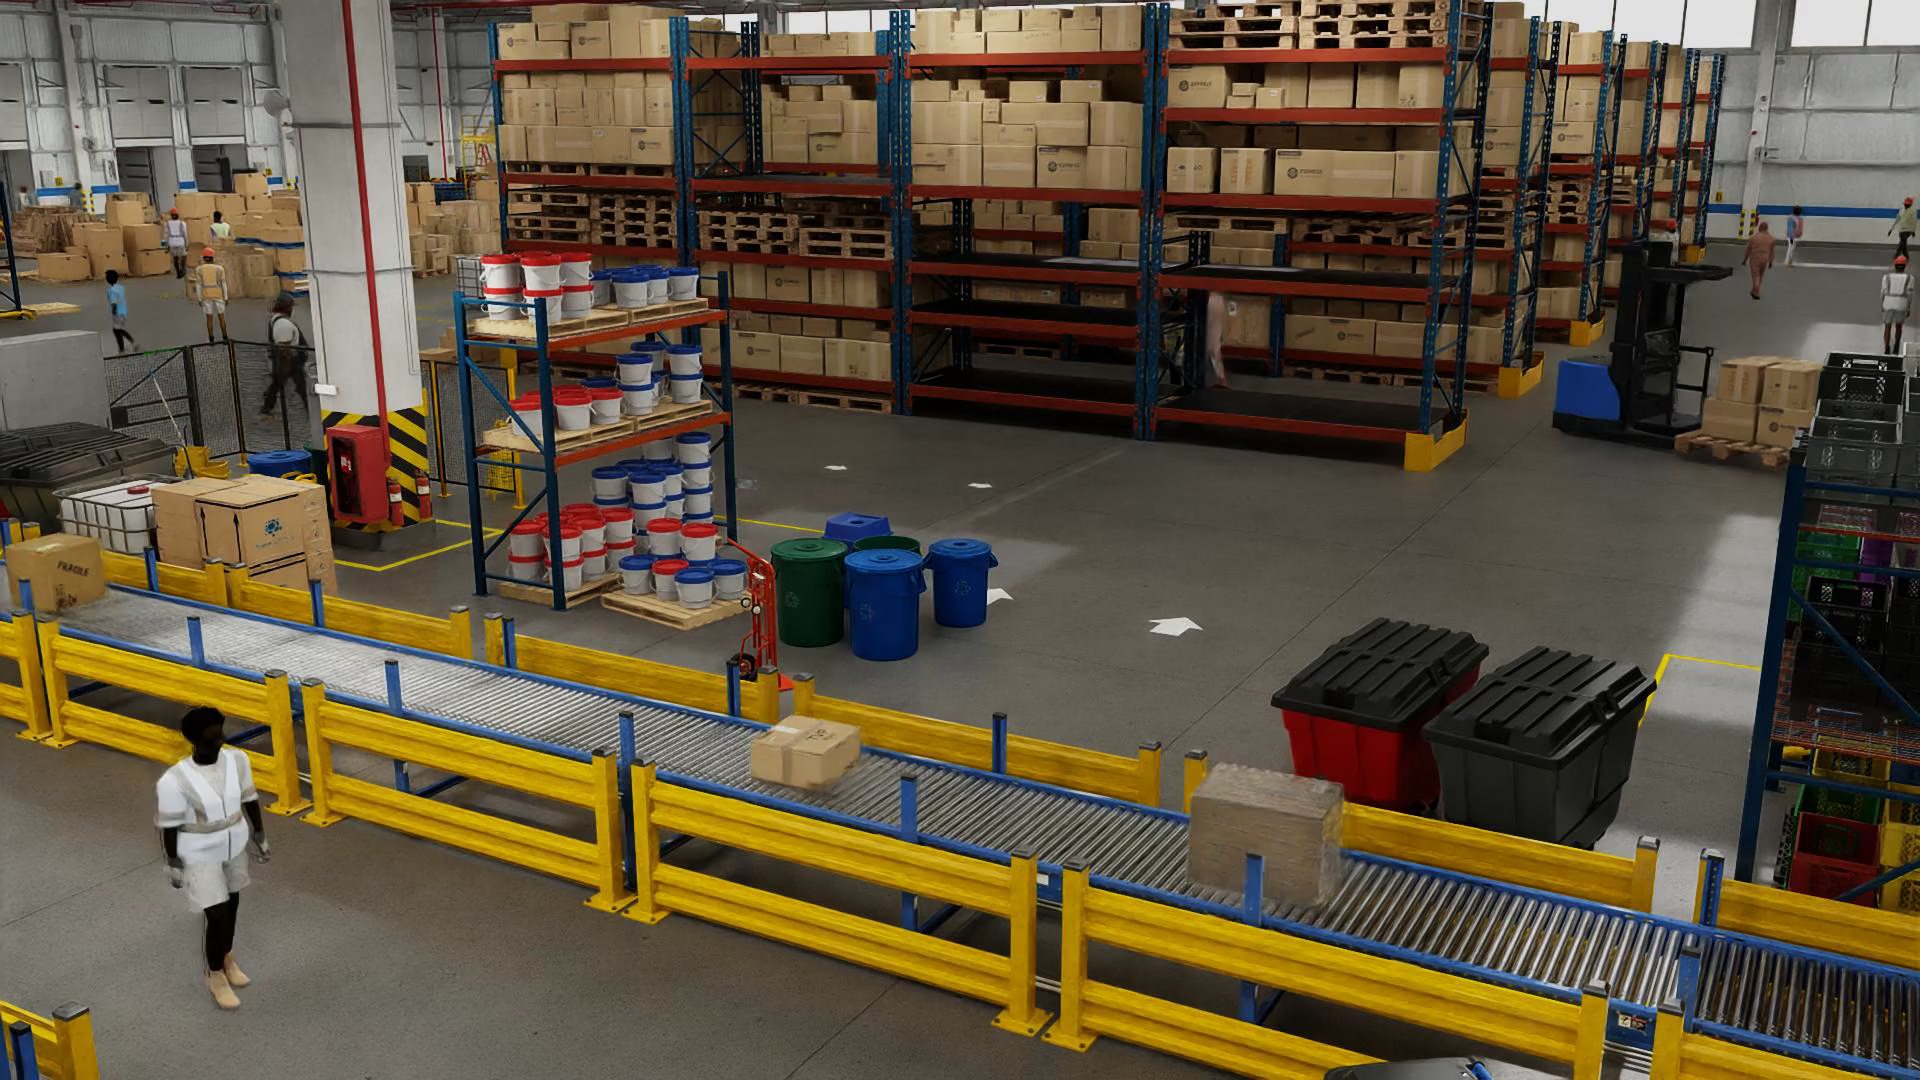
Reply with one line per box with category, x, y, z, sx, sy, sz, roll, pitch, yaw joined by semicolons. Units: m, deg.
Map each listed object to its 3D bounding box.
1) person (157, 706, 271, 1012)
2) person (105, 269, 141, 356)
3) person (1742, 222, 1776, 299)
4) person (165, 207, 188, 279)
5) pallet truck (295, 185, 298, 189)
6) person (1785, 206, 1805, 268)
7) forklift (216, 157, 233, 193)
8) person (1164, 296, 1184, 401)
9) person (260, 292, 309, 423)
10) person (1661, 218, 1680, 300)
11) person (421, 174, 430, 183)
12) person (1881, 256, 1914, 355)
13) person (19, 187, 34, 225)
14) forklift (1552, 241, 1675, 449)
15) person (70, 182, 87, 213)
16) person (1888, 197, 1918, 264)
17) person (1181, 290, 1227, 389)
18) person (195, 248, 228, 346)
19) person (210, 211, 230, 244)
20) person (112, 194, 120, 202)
person;-3.987;1.704;9.000;0.572;1.678;0.549;8;17;29
person;-15.928;-4.293;31.519;0.416;1.685;0.550;-2;15;-7
person;19.648;-6.874;40.921;0.644;1.856;1.014;1;15;2
person;-21.337;-8.091;45.365;0.552;1.923;0.395;-3;15;-12
pallet truck;-26.804;-14.617;69.738;1.885;1.965;0.823;-14;20;-42
person;24.220;-8.775;48.170;0.767;1.809;0.433;-11;19;-36
forklift;-25.124;-11.701;57.087;1.873;2.768;1.129;-6;16;-21
person;3.475;-3.111;27.060;0.322;1.697;0.535;-2;15;-8
person;-10.183;-2.791;25.199;1.018;2.000;0.679;-12;19;-39
person;17.308;-6.906;40.768;0.629;1.997;0.865;-9;17;-31
person;-21.162;-13.566;66.015;0.346;1.881;0.595;7;16;25
person;17.896;-4.475;31.822;0.544;1.884;0.974;9;17;29
person;-34.833;-12.393;62.137;0.541;1.587;0.849;6;16;20
forklift;9.712;-2.869;23.886;1.129;2.768;1.873;-13;19;-39
person;-31.422;-11.780;59.271;0.676;1.895;0.451;10;18;33
person;28.020;-9.172;49.341;0.818;1.946;0.684;-4;15;-14
person;4.126;-3.485;28.139;0.952;1.860;0.679;6;16;21
person;-14.874;-4.839;33.098;0.552;1.934;0.373;-6;16;-20
person;-19.505;-7.714;43.941;0.392;1.920;0.587;7;16;23
person;-26.187;-9.852;52.027;0.683;1.894;0.466;1;15;6
